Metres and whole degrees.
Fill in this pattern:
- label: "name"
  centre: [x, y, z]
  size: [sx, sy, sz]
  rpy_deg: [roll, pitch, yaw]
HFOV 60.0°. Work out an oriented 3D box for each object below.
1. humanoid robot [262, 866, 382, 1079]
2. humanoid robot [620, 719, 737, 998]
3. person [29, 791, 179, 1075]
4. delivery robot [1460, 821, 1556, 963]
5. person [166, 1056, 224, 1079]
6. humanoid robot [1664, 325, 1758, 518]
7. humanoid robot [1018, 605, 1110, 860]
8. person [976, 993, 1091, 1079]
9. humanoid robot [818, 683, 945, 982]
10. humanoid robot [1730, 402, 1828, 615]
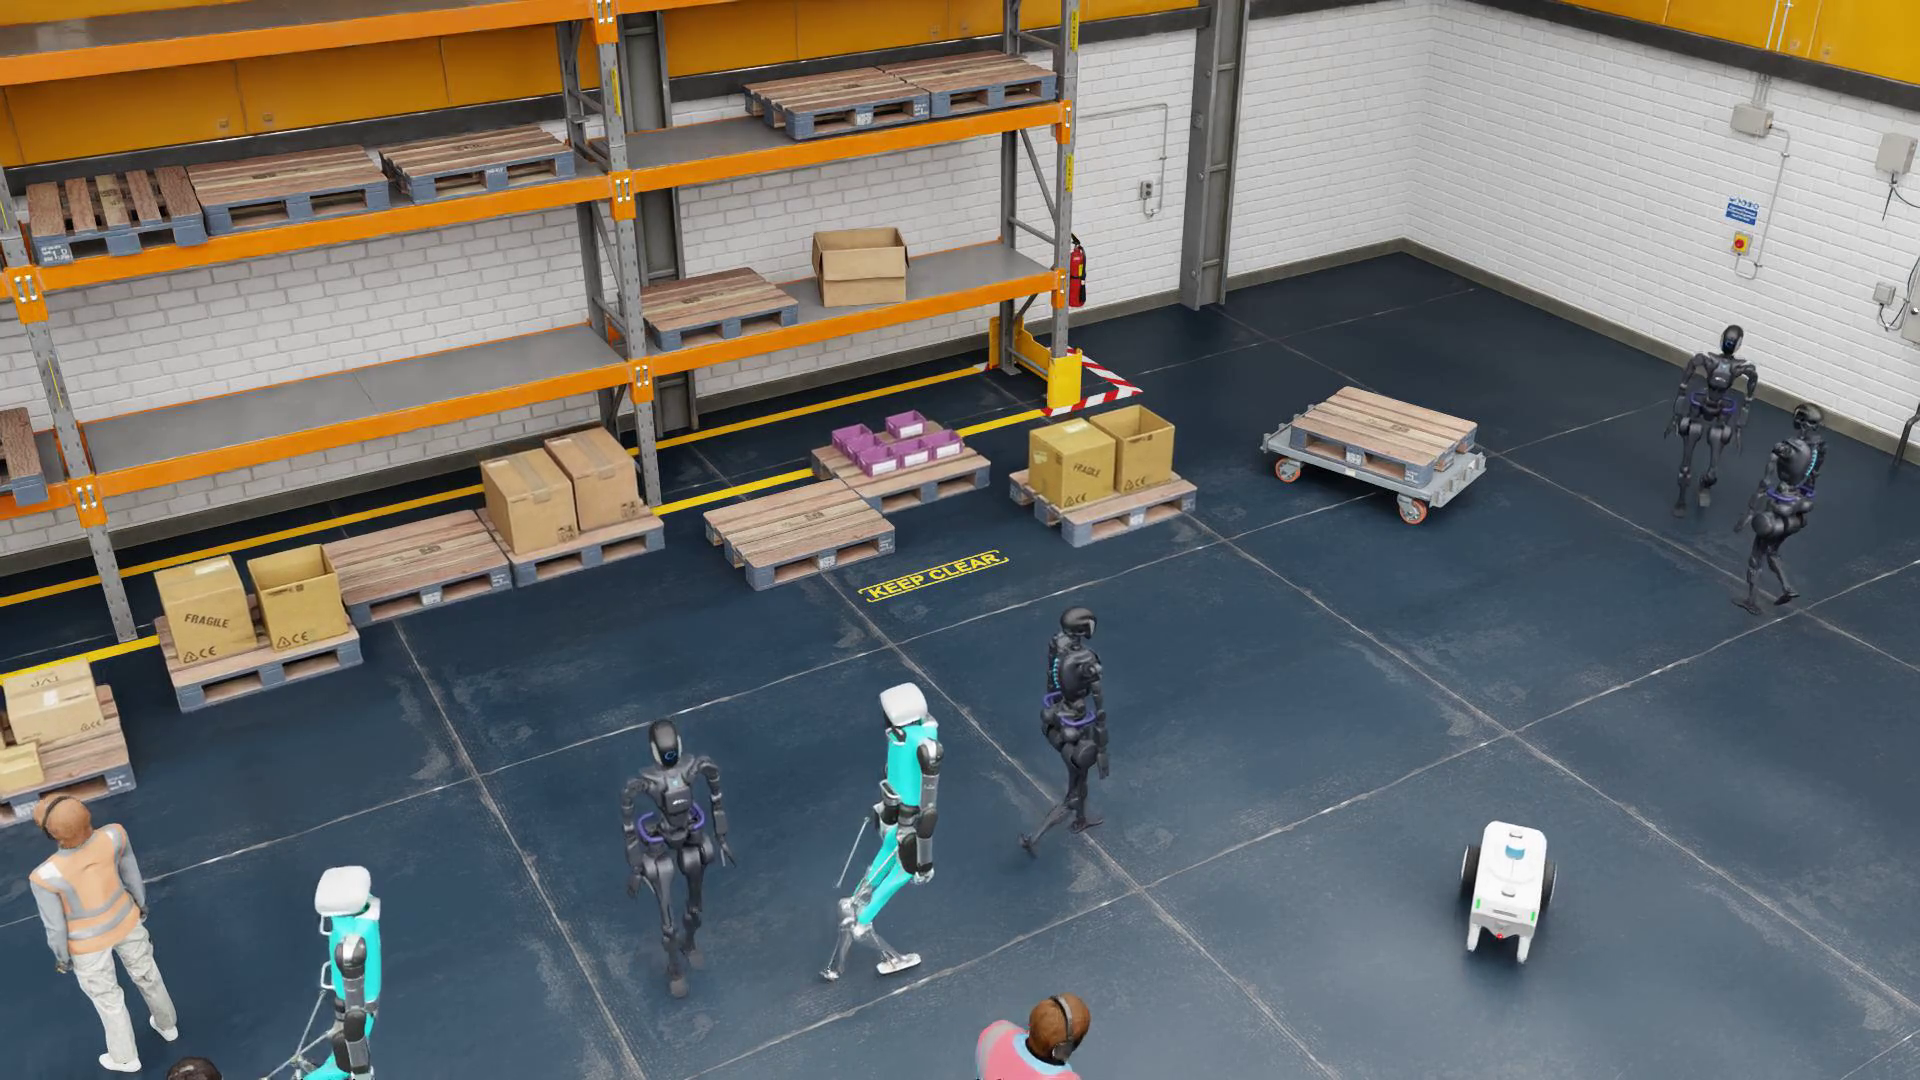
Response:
- label: "humanoid robot"
  centre: [-3.008, 2.252, 7.510]
  size: [0.975, 1.757, 0.552]
  rpy_deg: [-7, 30, -13]
- label: "humanoid robot"
  centre: [-1.459, 1.628, 8.671]
  size: [0.596, 1.646, 0.373]
  rpy_deg: [-16, 33, -26]
- label: "person"
  centre: [-4.209, 1.926, 8.169]
  size: [0.305, 1.639, 0.523]
  rpy_deg: [15, 33, 25]
- label: "delivery robot"
  centre: [3.059, 1.919, 9.282]
  size: [0.499, 0.590, 0.793]
  rpy_deg: [10, 31, 18]
- label: "person"
  centre: [-2.794, 2.751, 6.469]
  size: [0.534, 1.879, 0.410]
  rpy_deg: [-14, 32, -23]
- label: "humanoid robot"
  centre: [5.965, -0.958, 13.231]
  size: [0.602, 1.645, 0.383]
  rpy_deg: [14, 32, 23]
- label: "humanoid robot"
  centre: [0.594, 1.098, 9.630]
  size: [0.696, 1.633, 0.593]
  rpy_deg: [-17, 33, -27]
- label: "person"
  centre: [0.290, 2.585, 6.831]
  size: [0.498, 1.813, 0.642]
  rpy_deg: [-21, 35, -32]
- label: "humanoid robot"
  centre: [-0.466, 1.652, 8.668]
  size: [0.763, 1.896, 0.554]
  rpy_deg: [-13, 32, -22]
- label: "humanoid robot"
  centre: [5.897, -0.195, 11.891]
  size: [0.585, 1.648, 0.435]
  rpy_deg: [-12, 32, -20]
